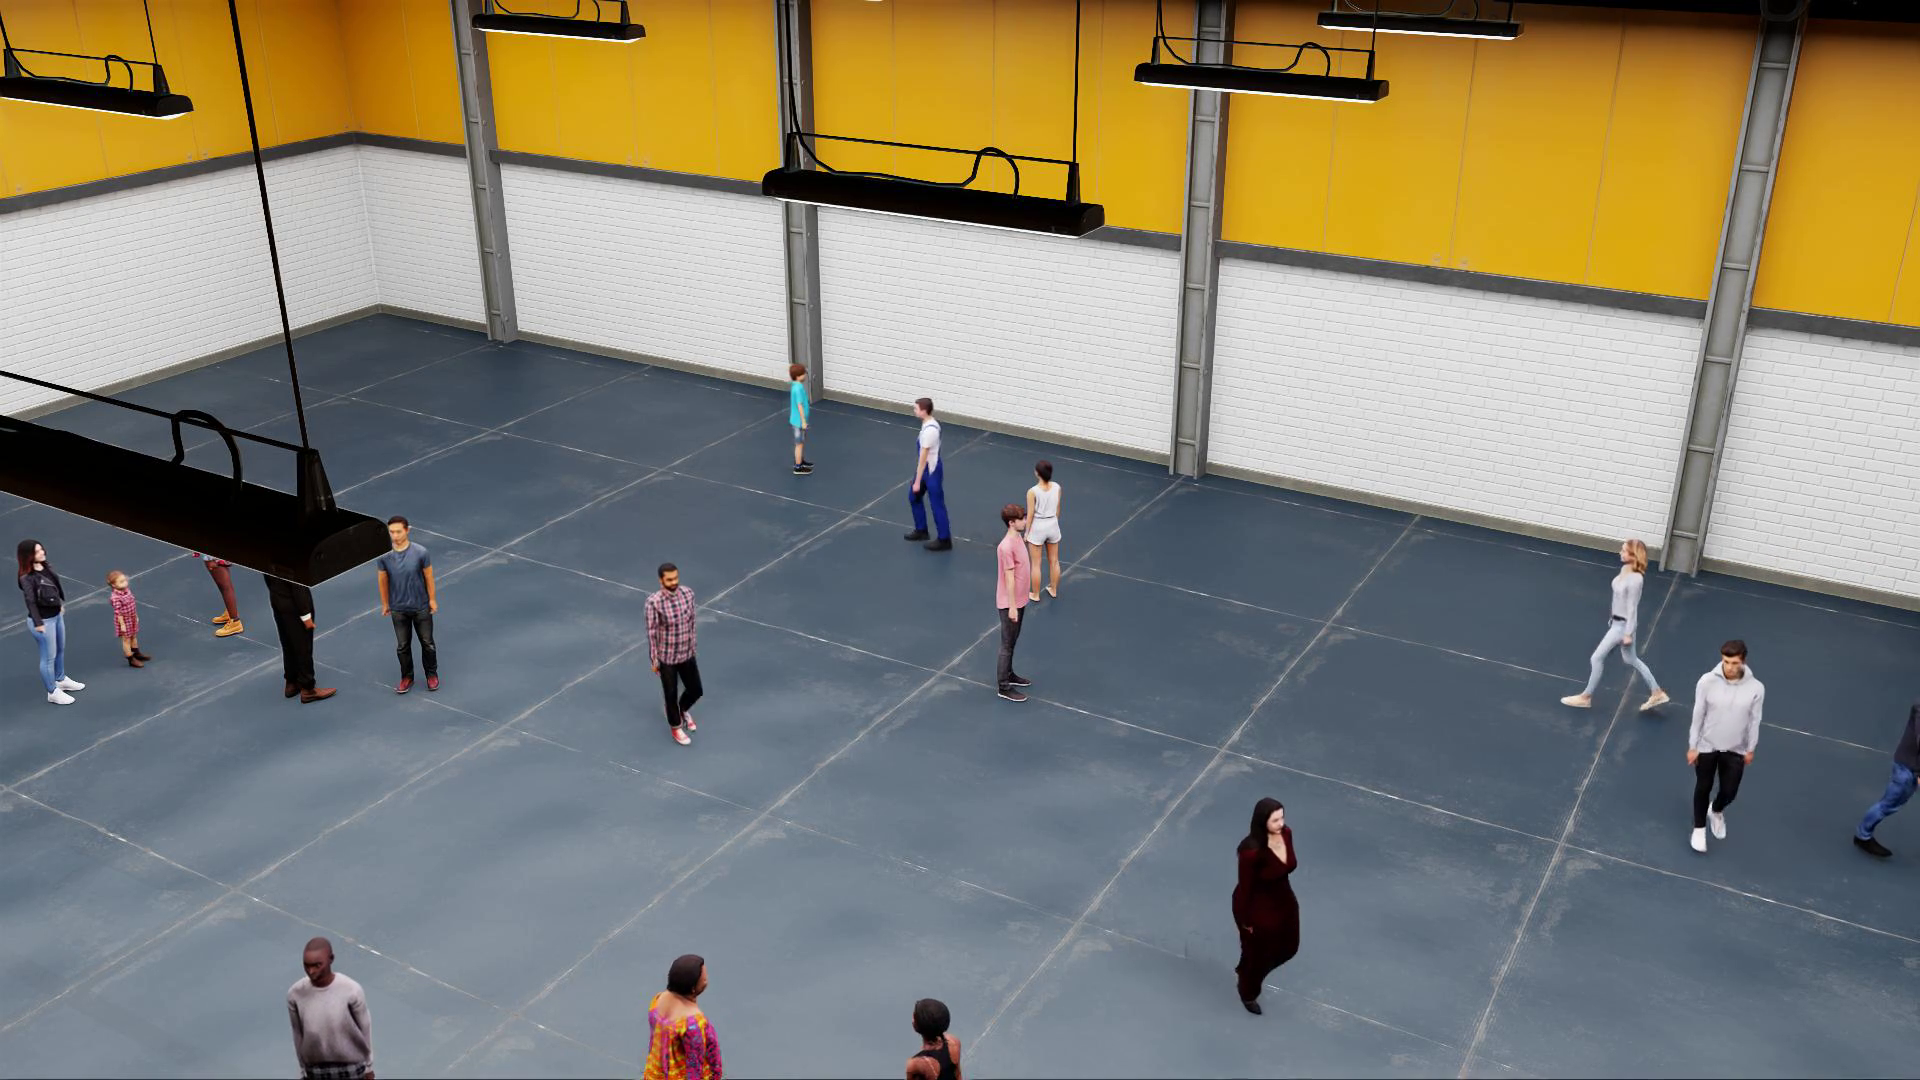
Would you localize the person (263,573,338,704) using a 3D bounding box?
[{"bbox_3d":[-6.347,0.626,15.783,0.599,1.904,0.811,18,30,36],"label":"person"}]

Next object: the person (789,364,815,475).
[{"bbox_3d":[-2.080,-1.567,21.365,0.660,1.451,0.614,-3,24,-7],"label":"person"}]

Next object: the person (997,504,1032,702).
[{"bbox_3d":[0.492,0.565,15.855,0.660,1.958,0.700,4,24,10],"label":"person"}]

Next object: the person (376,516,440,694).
[{"bbox_3d":[-5.278,0.601,15.961,0.706,1.808,0.786,-4,24,-10],"label":"person"}]

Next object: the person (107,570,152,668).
[{"bbox_3d":[-8.306,0.767,16.563,0.532,1.022,0.493,1,24,3],"label":"person"}]

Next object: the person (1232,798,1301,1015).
[{"bbox_3d":[2.054,2.522,11.642,0.774,1.747,0.793,-20,31,-38],"label":"person"}]

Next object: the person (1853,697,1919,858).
[{"bbox_3d":[7.556,1.746,13.292,0.908,1.847,1.191,-21,31,-40],"label":"person"}]

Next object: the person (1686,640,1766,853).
[{"bbox_3d":[6.151,1.614,13.514,0.737,1.912,0.822,6,24,13],"label":"person"}]

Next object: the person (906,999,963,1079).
[{"bbox_3d":[-0.086,3.441,9.640,1.191,1.667,0.763,19,30,36],"label":"person"}]

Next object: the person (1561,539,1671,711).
[{"bbox_3d":[6.265,0.837,15.486,1.244,1.756,0.835,6,24,14],"label":"person"}]

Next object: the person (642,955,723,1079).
[{"bbox_3d":[-1.736,3.279,10.031,0.981,1.651,1.188,-19,30,-37],"label":"person"}]

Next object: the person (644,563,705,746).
[{"bbox_3d":[-2.625,1.003,15.114,0.804,1.750,0.810,-16,28,-33],"label":"person"}]

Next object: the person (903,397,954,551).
[{"bbox_3d":[-0.239,-0.743,19.009,0.947,1.830,0.852,-1,24,-1],"label":"person"}]

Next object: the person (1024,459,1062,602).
[{"bbox_3d":[0.898,-0.119,17.840,0.657,1.621,0.692,-11,26,-24],"label":"person"}]

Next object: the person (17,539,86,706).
[{"bbox_3d":[-8.696,0.753,15.831,0.748,1.634,0.726,-2,24,-4],"label":"person"}]

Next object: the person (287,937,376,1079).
[{"bbox_3d":[-3.796,3.166,10.140,0.653,1.771,0.754,-2,24,-4],"label":"person"}]
